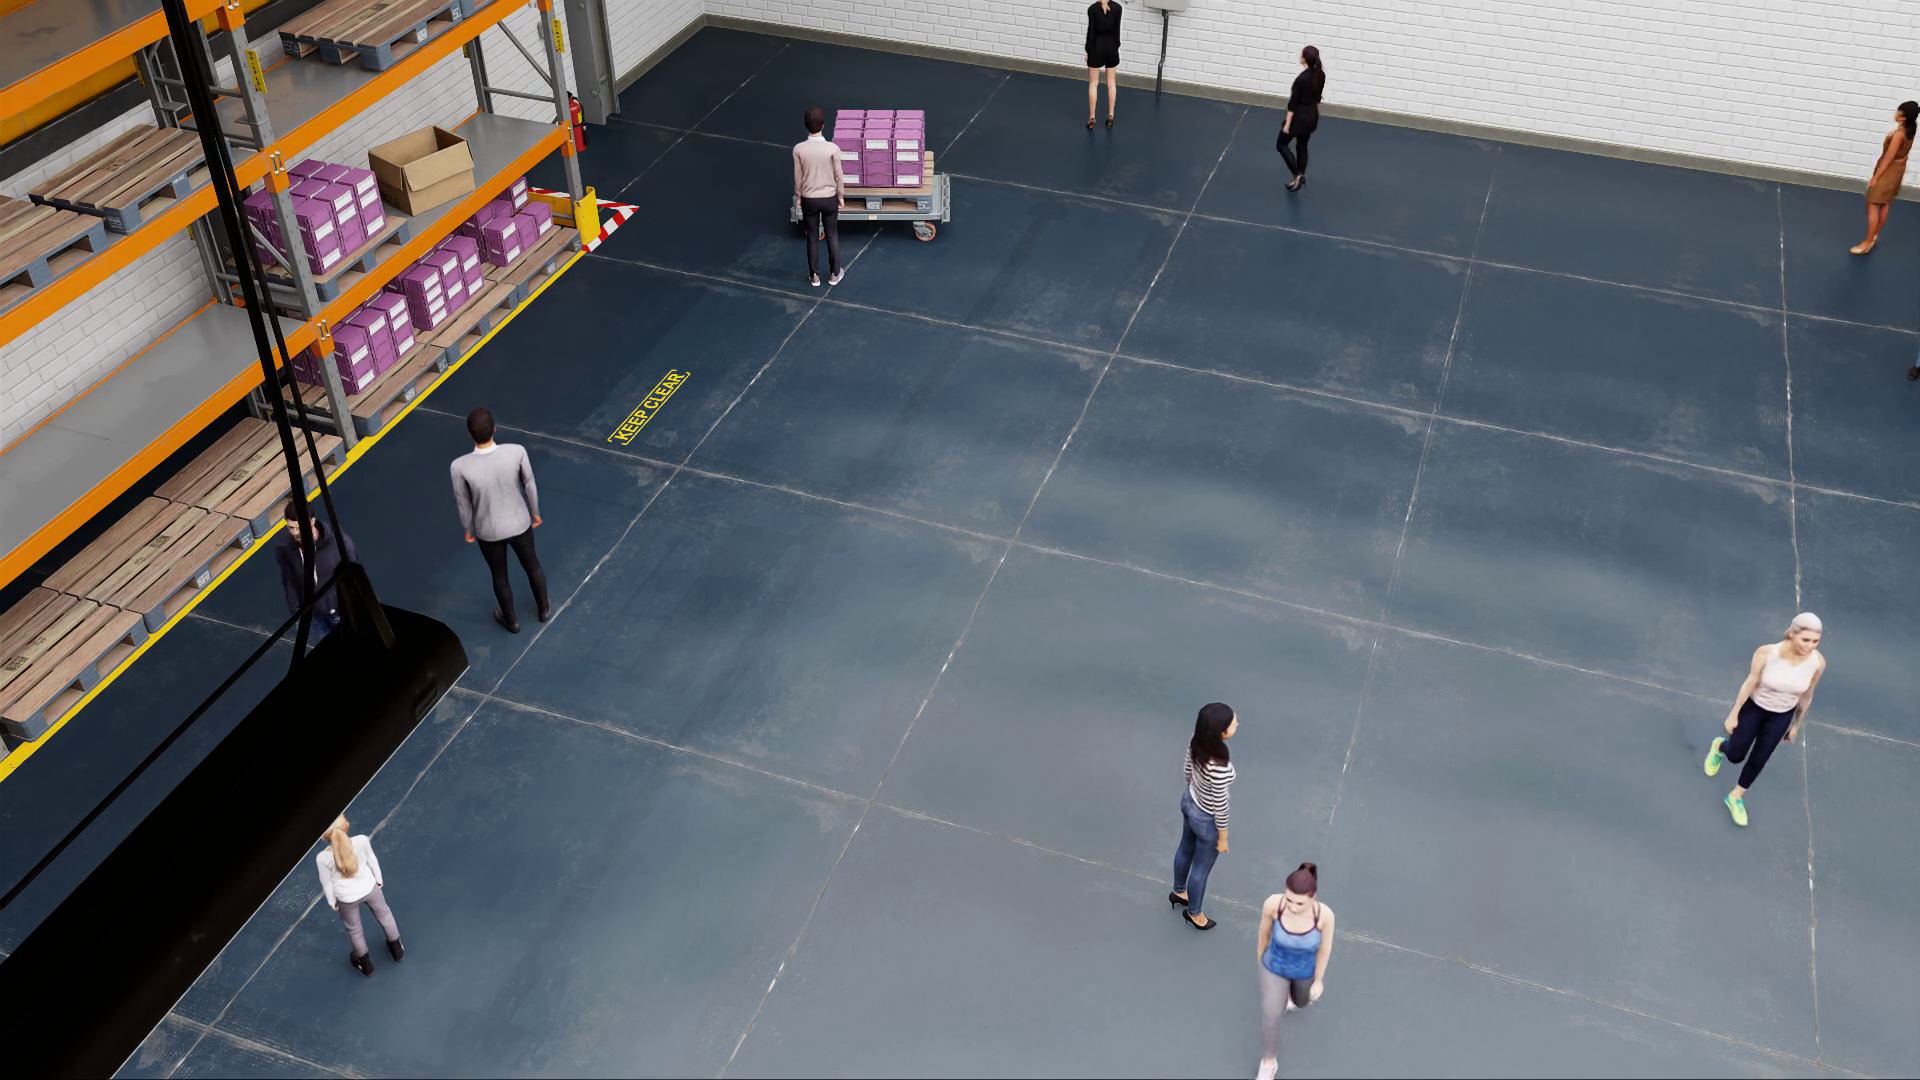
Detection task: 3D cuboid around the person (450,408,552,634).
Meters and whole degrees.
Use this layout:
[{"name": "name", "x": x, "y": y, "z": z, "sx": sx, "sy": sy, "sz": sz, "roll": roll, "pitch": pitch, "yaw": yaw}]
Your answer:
[{"name": "person", "x": -3.326, "y": -0.131, "z": 12.088, "sx": 0.822, "sy": 1.923, "sz": 0.888, "roll": -17, "pitch": 42, "yaw": -20}]

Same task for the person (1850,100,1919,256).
[{"name": "person", "x": 9.365, "y": -3.670, "z": 16.729, "sx": 0.583, "sy": 1.662, "sz": 0.814, "roll": -27, "pitch": 46, "yaw": -30}]

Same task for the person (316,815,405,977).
[{"name": "person", "x": -3.569, "y": 2.080, "z": 9.839, "sx": 0.552, "sy": 1.275, "sz": 0.627, "roll": -23, "pitch": 44, "yaw": -26}]

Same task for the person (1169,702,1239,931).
[{"name": "person", "x": 1.457, "y": 1.654, "z": 9.956, "sx": 0.713, "sy": 1.796, "sz": 0.620, "roll": -11, "pitch": 40, "yaw": -14}]

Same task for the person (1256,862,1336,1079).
[{"name": "person", "x": 1.868, "y": 2.333, "z": 9.277, "sx": 0.597, "sy": 1.582, "sz": 1.037, "roll": 9, "pitch": 40, "yaw": 12}]

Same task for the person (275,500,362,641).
[{"name": "person", "x": -4.287, "y": 0.403, "z": 11.458, "sx": 0.744, "sy": 1.876, "sz": 0.728, "roll": 3, "pitch": 39, "yaw": 4}]

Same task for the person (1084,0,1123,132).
[{"name": "person", "x": 1.618, "y": -5.562, "z": 19.015, "sx": 0.666, "sy": 1.767, "sz": 0.692, "roll": -9, "pitch": 39, "yaw": -11}]

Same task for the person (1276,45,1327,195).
[{"name": "person", "x": 3.678, "y": -4.402, "z": 17.655, "sx": 0.747, "sy": 1.650, "sz": 0.819, "roll": -24, "pitch": 44, "yaw": -27}]

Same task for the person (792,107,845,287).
[{"name": "person", "x": -1.376, "y": -3.335, "z": 16.194, "sx": 0.693, "sy": 1.807, "sz": 0.654, "roll": 0, "pitch": 39, "yaw": 0}]

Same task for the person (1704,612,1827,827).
[{"name": "person", "x": 5.185, "y": 1.073, "z": 10.769, "sx": 0.712, "sy": 1.689, "sz": 0.861, "roll": 5, "pitch": 39, "yaw": 6}]
